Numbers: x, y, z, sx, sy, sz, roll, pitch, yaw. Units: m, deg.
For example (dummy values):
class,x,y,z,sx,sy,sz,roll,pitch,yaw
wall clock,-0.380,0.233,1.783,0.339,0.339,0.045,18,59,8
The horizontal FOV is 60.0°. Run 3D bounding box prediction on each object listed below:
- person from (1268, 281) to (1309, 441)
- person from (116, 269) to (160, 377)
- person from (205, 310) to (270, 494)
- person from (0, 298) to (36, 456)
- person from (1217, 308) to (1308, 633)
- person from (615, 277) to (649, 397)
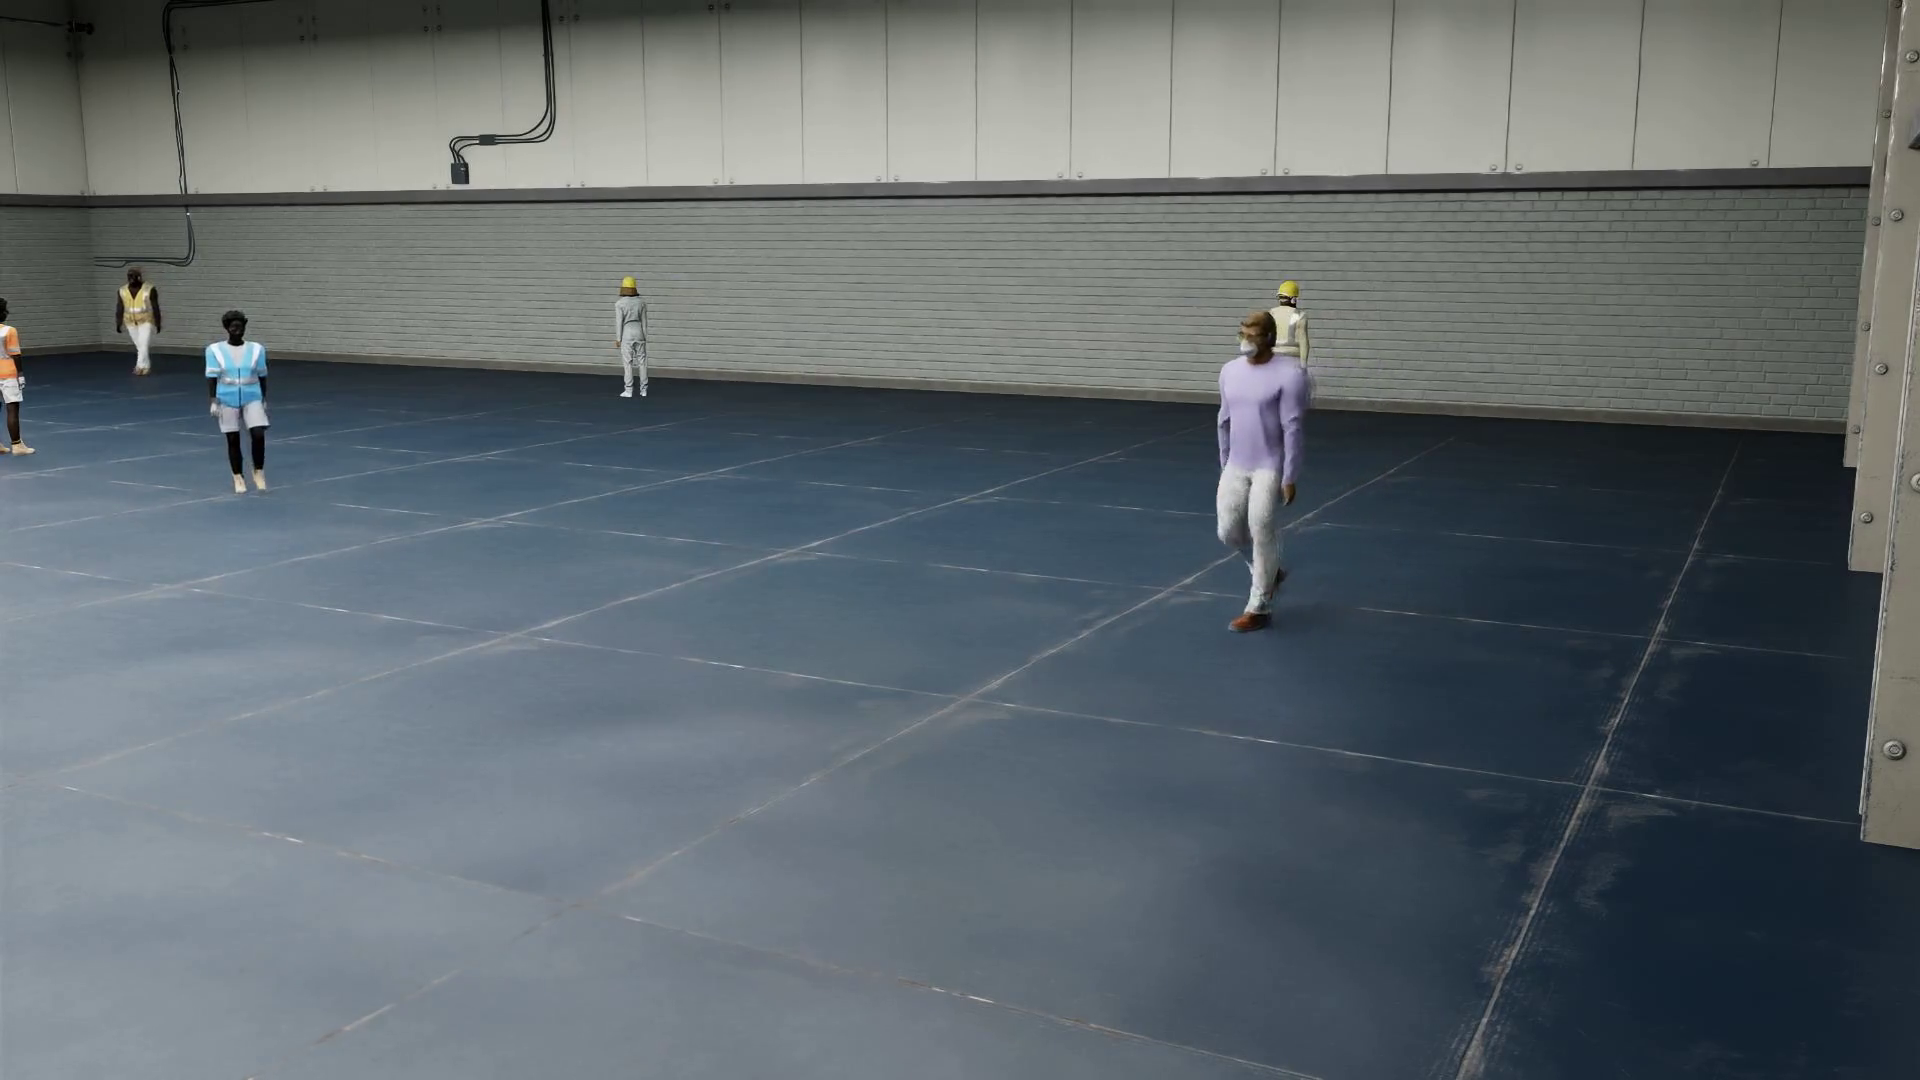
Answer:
class,x,y,z,sx,sy,sz,roll,pitch,yaw
person,3.723,-2.039,19.026,0.592,1.834,0.404,8,13,39
person,-13.769,-3.630,27.832,0.650,1.788,0.981,-1,10,-4
person,-6.533,-1.237,15.073,0.533,1.675,0.525,-6,12,-28
person,-10.235,-1.743,17.785,0.541,1.696,0.315,2,11,13
person,1.818,-0.419,9.946,0.534,1.928,0.631,-10,14,-42
person,-4.805,-2.964,24.318,0.483,1.745,0.301,-7,12,-33
